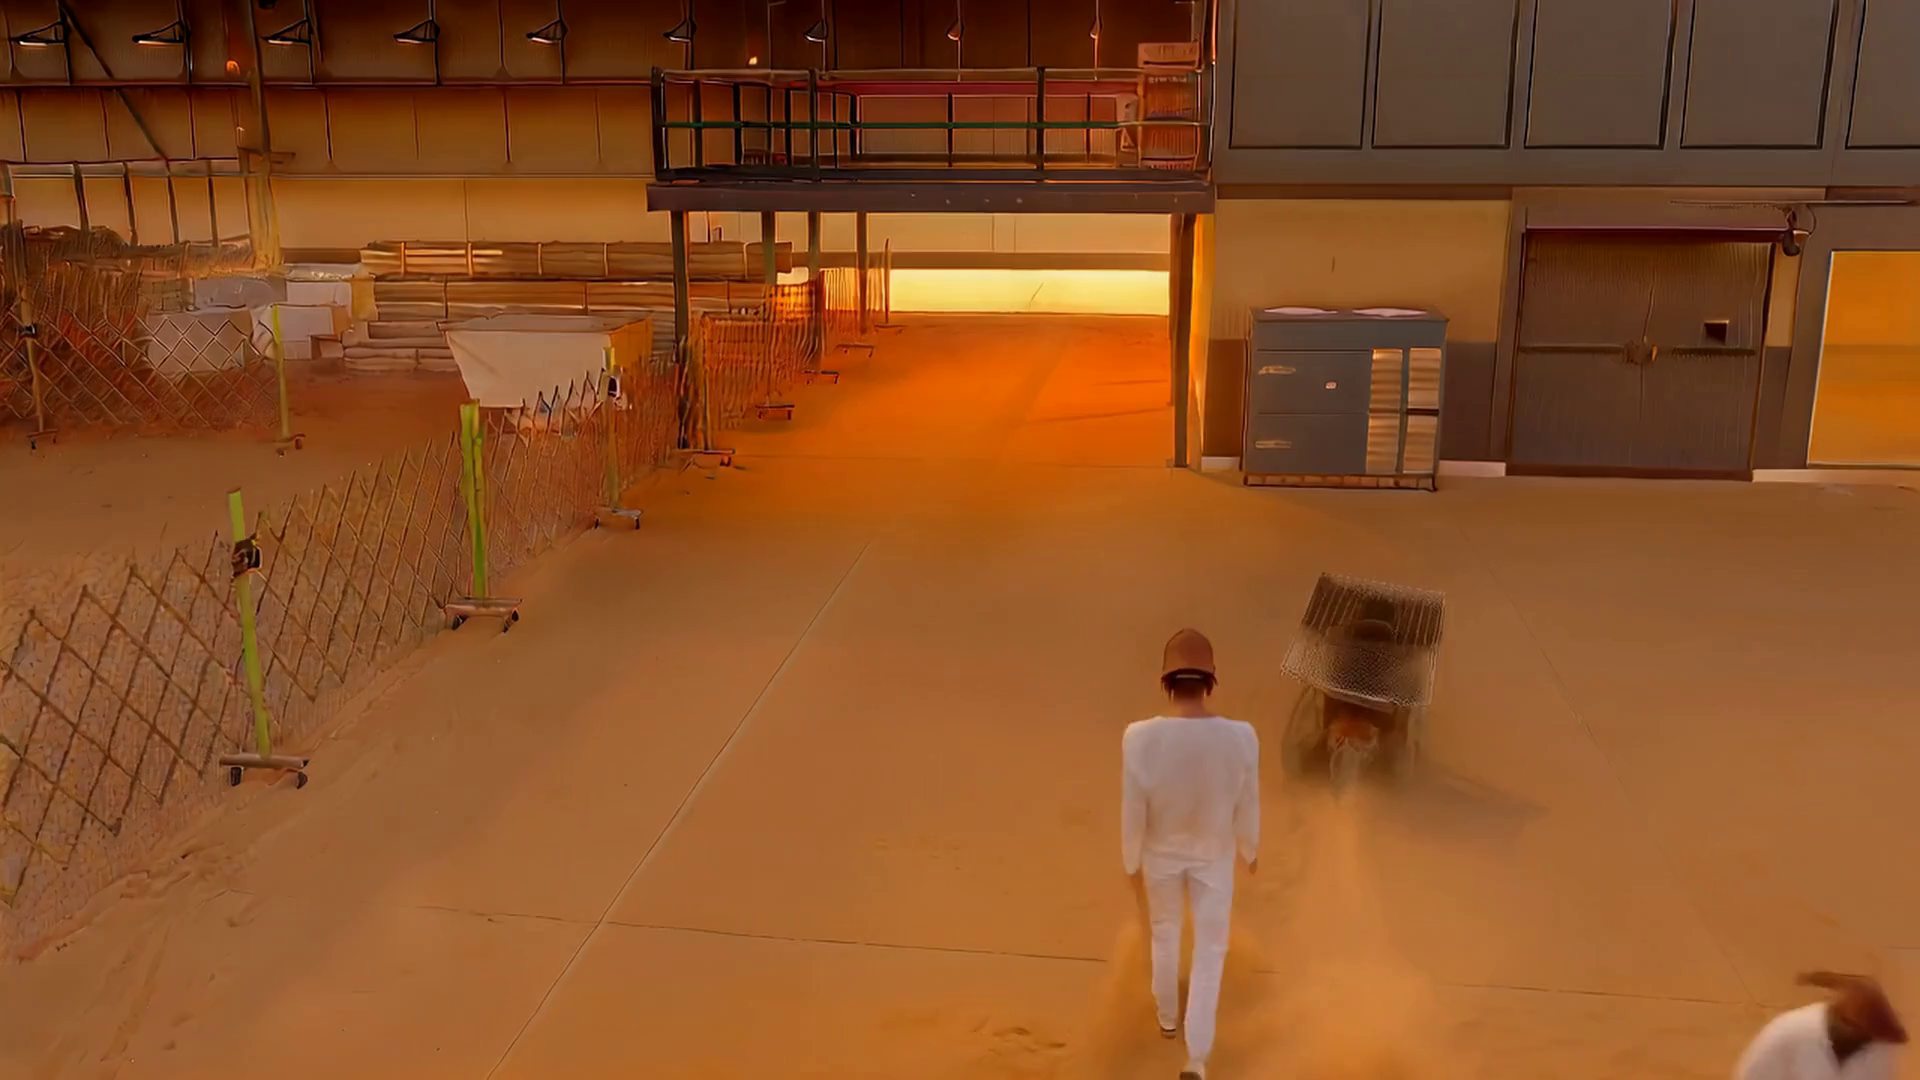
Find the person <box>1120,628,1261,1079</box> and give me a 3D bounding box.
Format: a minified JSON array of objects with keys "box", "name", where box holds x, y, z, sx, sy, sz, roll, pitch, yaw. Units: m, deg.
[{"box":[0.855,1.195,6.284,0.521,1.733,0.811,4,14,15],"name":"person"}]
